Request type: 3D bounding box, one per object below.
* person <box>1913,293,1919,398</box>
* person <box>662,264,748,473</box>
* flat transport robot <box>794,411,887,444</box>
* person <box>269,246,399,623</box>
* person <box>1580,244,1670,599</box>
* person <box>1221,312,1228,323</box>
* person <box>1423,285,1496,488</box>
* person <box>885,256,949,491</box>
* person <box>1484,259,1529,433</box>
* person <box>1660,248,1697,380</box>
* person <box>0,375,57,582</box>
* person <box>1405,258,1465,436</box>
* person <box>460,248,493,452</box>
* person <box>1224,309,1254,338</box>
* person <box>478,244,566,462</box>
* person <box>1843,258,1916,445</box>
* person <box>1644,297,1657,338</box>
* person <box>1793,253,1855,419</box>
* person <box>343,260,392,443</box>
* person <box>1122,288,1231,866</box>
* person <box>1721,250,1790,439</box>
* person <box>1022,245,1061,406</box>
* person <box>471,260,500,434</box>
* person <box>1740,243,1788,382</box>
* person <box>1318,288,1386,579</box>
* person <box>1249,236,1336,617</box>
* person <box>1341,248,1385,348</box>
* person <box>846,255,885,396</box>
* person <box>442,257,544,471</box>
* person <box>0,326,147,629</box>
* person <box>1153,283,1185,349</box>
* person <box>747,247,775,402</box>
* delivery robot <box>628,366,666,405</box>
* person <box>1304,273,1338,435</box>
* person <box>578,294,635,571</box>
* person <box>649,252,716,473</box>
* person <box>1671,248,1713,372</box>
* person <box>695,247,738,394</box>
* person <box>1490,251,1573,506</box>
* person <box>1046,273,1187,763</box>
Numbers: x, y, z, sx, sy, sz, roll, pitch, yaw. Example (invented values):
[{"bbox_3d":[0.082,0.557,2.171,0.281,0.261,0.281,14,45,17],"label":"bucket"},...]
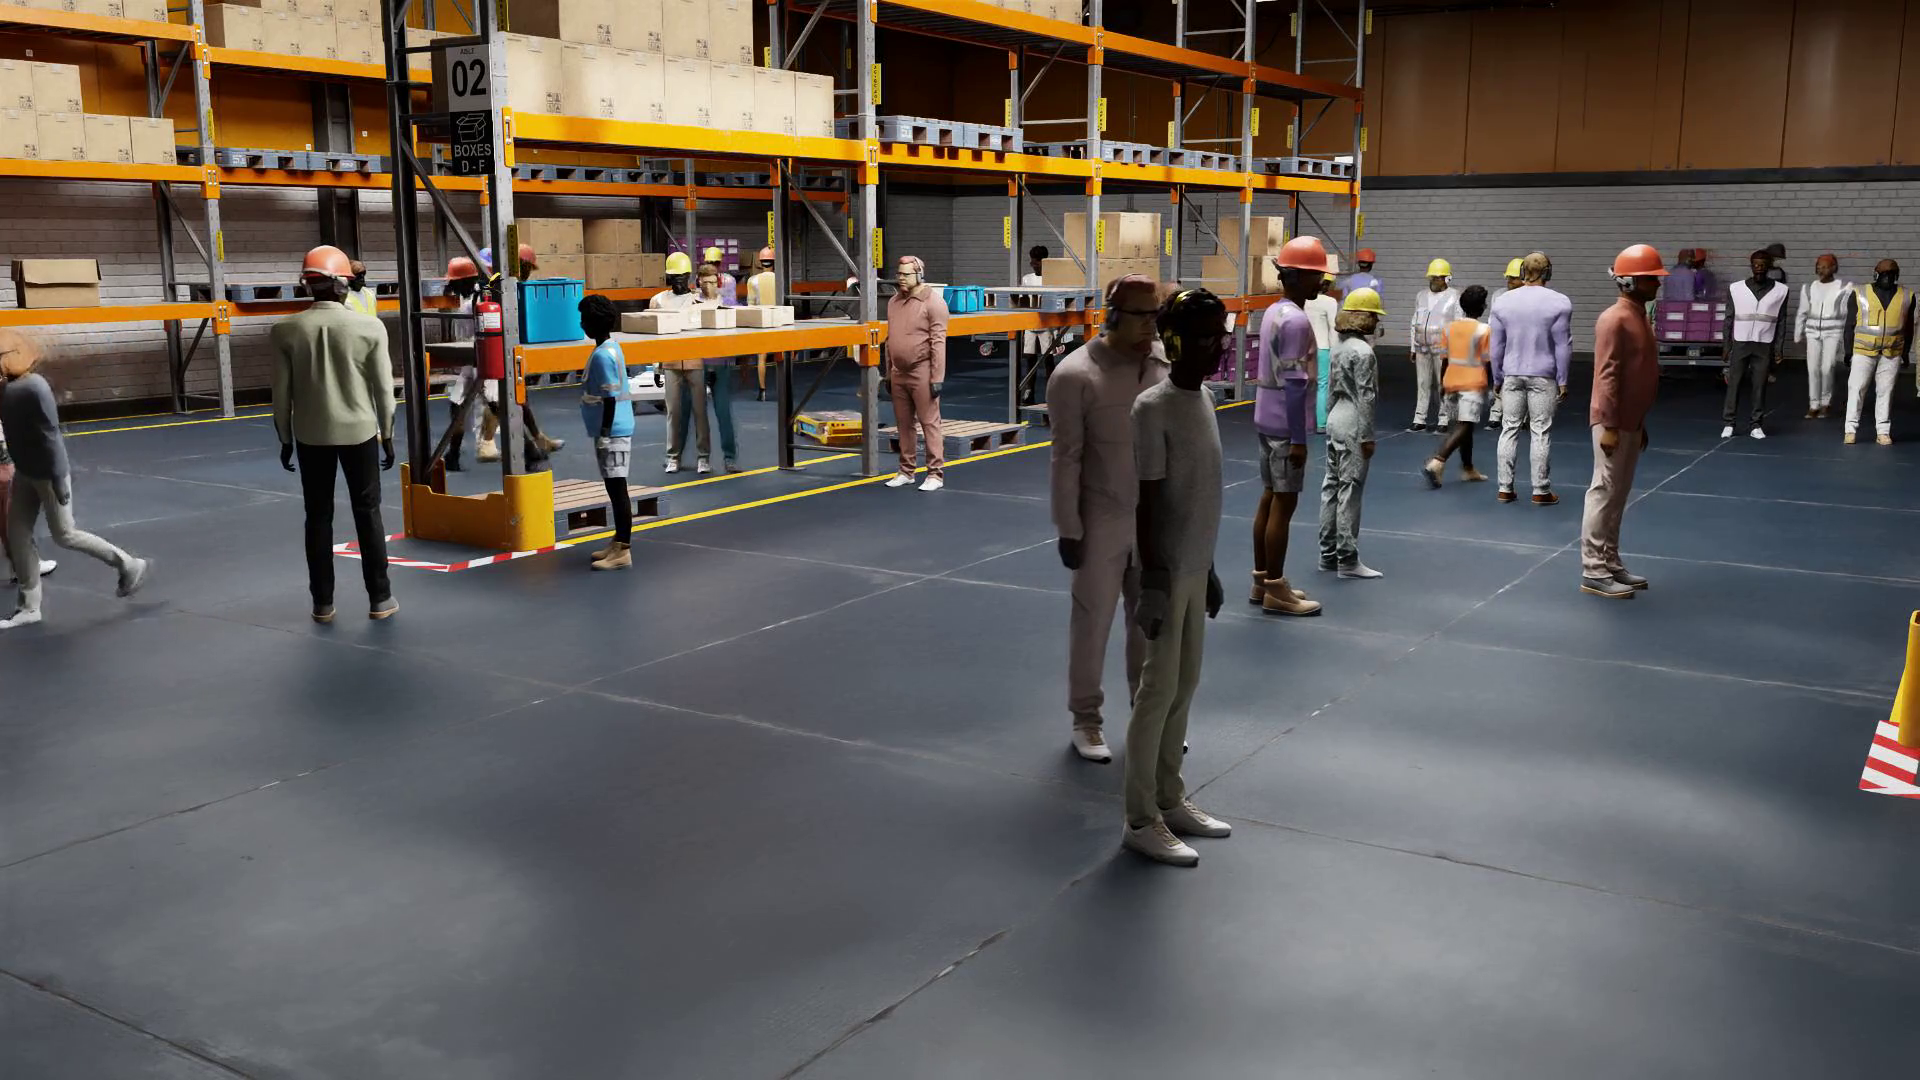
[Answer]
[{"bbox_3d":[12.422,-2.616,21.301,0.505,1.615,0.499,6,12,28],"label":"person"},{"bbox_3d":[-2.254,-1.498,14.575,0.796,1.815,0.535,-1,10,-3],"label":"person"},{"bbox_3d":[-1.256,-1.167,17.004,0.652,0.197,1.431,-4,11,-21],"label":"flat transport robot"},{"bbox_3d":[-3.314,-0.555,8.841,0.612,1.991,0.392,-2,10,-13],"label":"person"},{"bbox_3d":[3.797,-0.678,9.510,0.380,1.996,0.608,8,13,37],"label":"person"},{"bbox_3d":[3.823,-3.229,24.644,0.307,1.638,0.511,1,10,7],"label":"person"},{"bbox_3d":[4.101,-1.253,13.626,0.798,1.671,0.540,-6,12,-28],"label":"person"},{"bbox_3d":[-0.382,-1.346,13.504,0.638,1.899,0.398,9,14,42],"label":"person"},{"bbox_3d":[5.845,-2.046,17.565,0.587,1.825,0.404,7,12,33],"label":"person"},{"bbox_3d":[10.532,-3.297,24.272,0.403,1.906,0.651,-2,10,-10],"label":"person"},{"bbox_3d":[-5.765,-0.667,9.724,0.685,1.895,0.603,1,10,5],"label":"person"},{"bbox_3d":[4.943,-2.006,17.323,0.404,1.834,0.589,-10,14,-44],"label":"person"},{"bbox_3d":[-4.467,-1.811,15.922,0.610,1.947,0.388,-3,11,-17],"label":"person"},{"bbox_3d":[4.223,-3.530,25.392,0.630,1.970,0.811,-2,11,-13],"label":"person"},{"bbox_3d":[-4.046,-1.713,15.289,0.980,1.973,0.628,-9,13,-40],"label":"person"},{"bbox_3d":[9.100,-1.859,16.491,0.626,1.842,0.429,3,11,17],"label":"person"},{"bbox_3d":[8.234,-2.431,20.219,0.500,1.636,0.282,-3,11,-15],"label":"person"},{"bbox_3d":[9.715,-2.283,18.752,0.467,1.866,0.618,-9,14,-42],"label":"person"},{"bbox_3d":[-5.940,-1.836,16.402,0.429,1.830,0.639,4,11,21],"label":"person"},{"bbox_3d":[0.732,0.115,5.480,0.312,1.864,0.535,6,12,30],"label":"person"},{"bbox_3d":[8.122,-1.995,17.023,0.590,1.919,0.391,3,11,18],"label":"person"},{"bbox_3d":[0.967,-2.586,20.185,0.604,1.959,0.378,6,12,32],"label":"person"},{"bbox_3d":[-4.975,-2.036,17.452,0.339,1.845,0.514,0,10,-2],"label":"person"},{"bbox_3d":[11.544,-3.316,24.002,0.699,2.000,0.908,0,10,-2],"label":"person"},{"bbox_3d":[2.375,-0.642,10.026,0.313,1.739,0.484,-2,10,-11],"label":"person"},{"bbox_3d":[1.801,-0.614,9.036,0.394,2.040,0.610,0,10,-1],"label":"person"},{"bbox_3d":[5.265,-2.854,21.780,0.551,1.918,0.477,6,12,31],"label":"person"},{"bbox_3d":[-1.152,-2.726,21.241,0.584,1.862,0.705,-7,13,-35],"label":"person"},{"bbox_3d":[-4.150,-1.517,14.497,1.007,1.888,0.563,1,10,5],"label":"person"},{"bbox_3d":[-4.797,-0.352,8.857,0.510,1.594,0.735,7,12,33],"label":"person"},{"bbox_3d":[2.157,-1.861,17.199,0.519,1.588,0.884,6,12,31],"label":"person"},{"bbox_3d":[-2.394,-2.704,20.905,0.549,1.933,0.373,-1,10,-7],"label":"person"},{"bbox_3d":[-3.596,-1.780,19.354,0.707,0.478,0.477,-6,12,-32],"label":"delivery robot"},{"bbox_3d":[3.731,-1.984,17.410,0.337,1.759,0.524,-10,14,-43],"label":"person"},{"bbox_3d":[-2.166,-0.658,10.239,0.322,1.693,0.535,-2,10,-8],"label":"person"},{"bbox_3d":[-2.397,-1.528,14.442,0.584,1.920,0.392,0,10,-1],"label":"person"},{"bbox_3d":[11.282,-3.525,25.566,0.821,1.888,0.555,8,13,37],"label":"person"},{"bbox_3d":[-3.182,-2.834,21.681,0.634,1.932,0.446,3,11,14],"label":"person"},{"bbox_3d":[4.352,-1.225,12.705,0.628,1.940,0.373,8,13,38],"label":"person"},{"bbox_3d":[0.651,-0.083,6.499,0.646,1.897,0.398,-5,12,-28],"label":"person"}]
